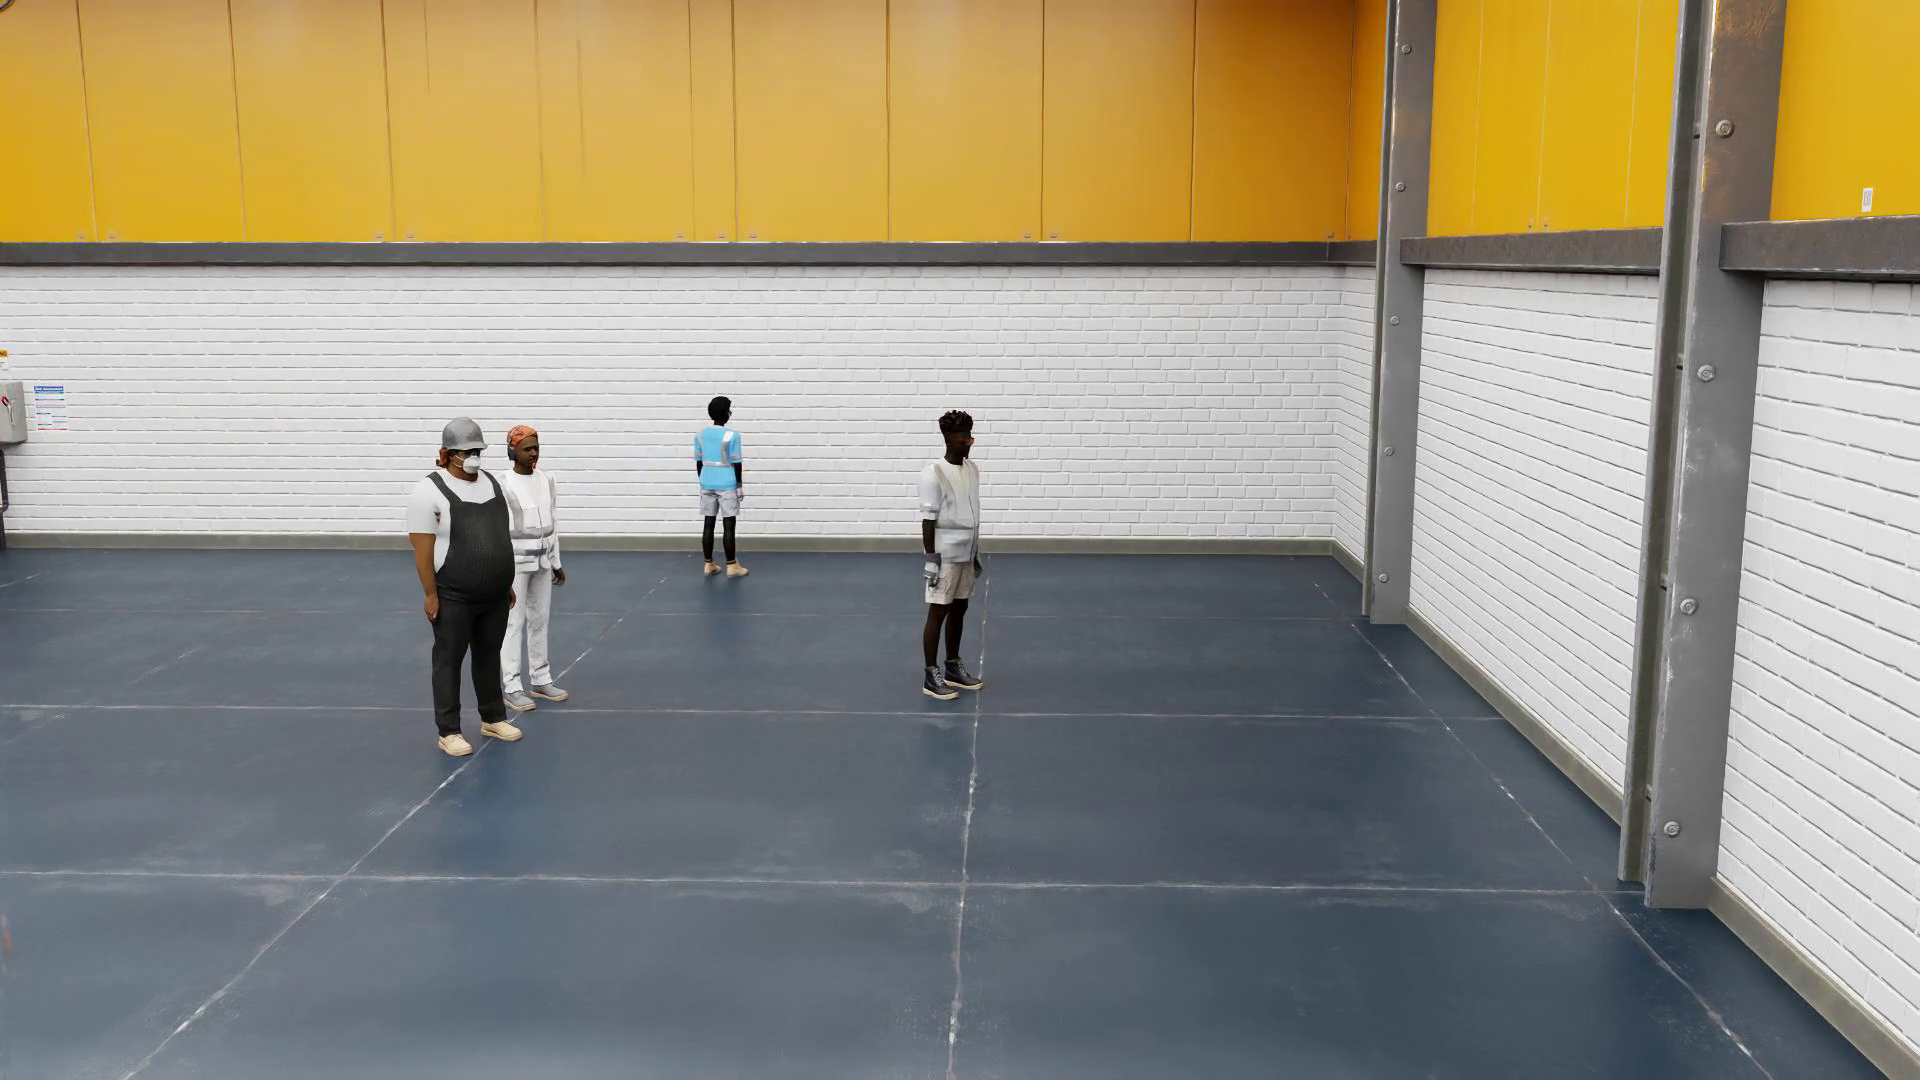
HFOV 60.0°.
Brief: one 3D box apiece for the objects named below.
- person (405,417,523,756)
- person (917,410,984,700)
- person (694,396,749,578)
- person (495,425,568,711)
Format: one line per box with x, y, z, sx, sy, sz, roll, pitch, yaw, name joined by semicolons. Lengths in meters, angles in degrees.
-2.947;0.264;10.093;0.537;2.000;0.682;7;12;35;person
-0.047;0.087;11.344;0.363;1.963;0.612;7;12;34;person
-2.242;-0.496;15.544;0.536;1.696;0.322;6;11;29;person
-2.875;0.177;11.063;0.351;1.882;0.581;6;11;32;person
